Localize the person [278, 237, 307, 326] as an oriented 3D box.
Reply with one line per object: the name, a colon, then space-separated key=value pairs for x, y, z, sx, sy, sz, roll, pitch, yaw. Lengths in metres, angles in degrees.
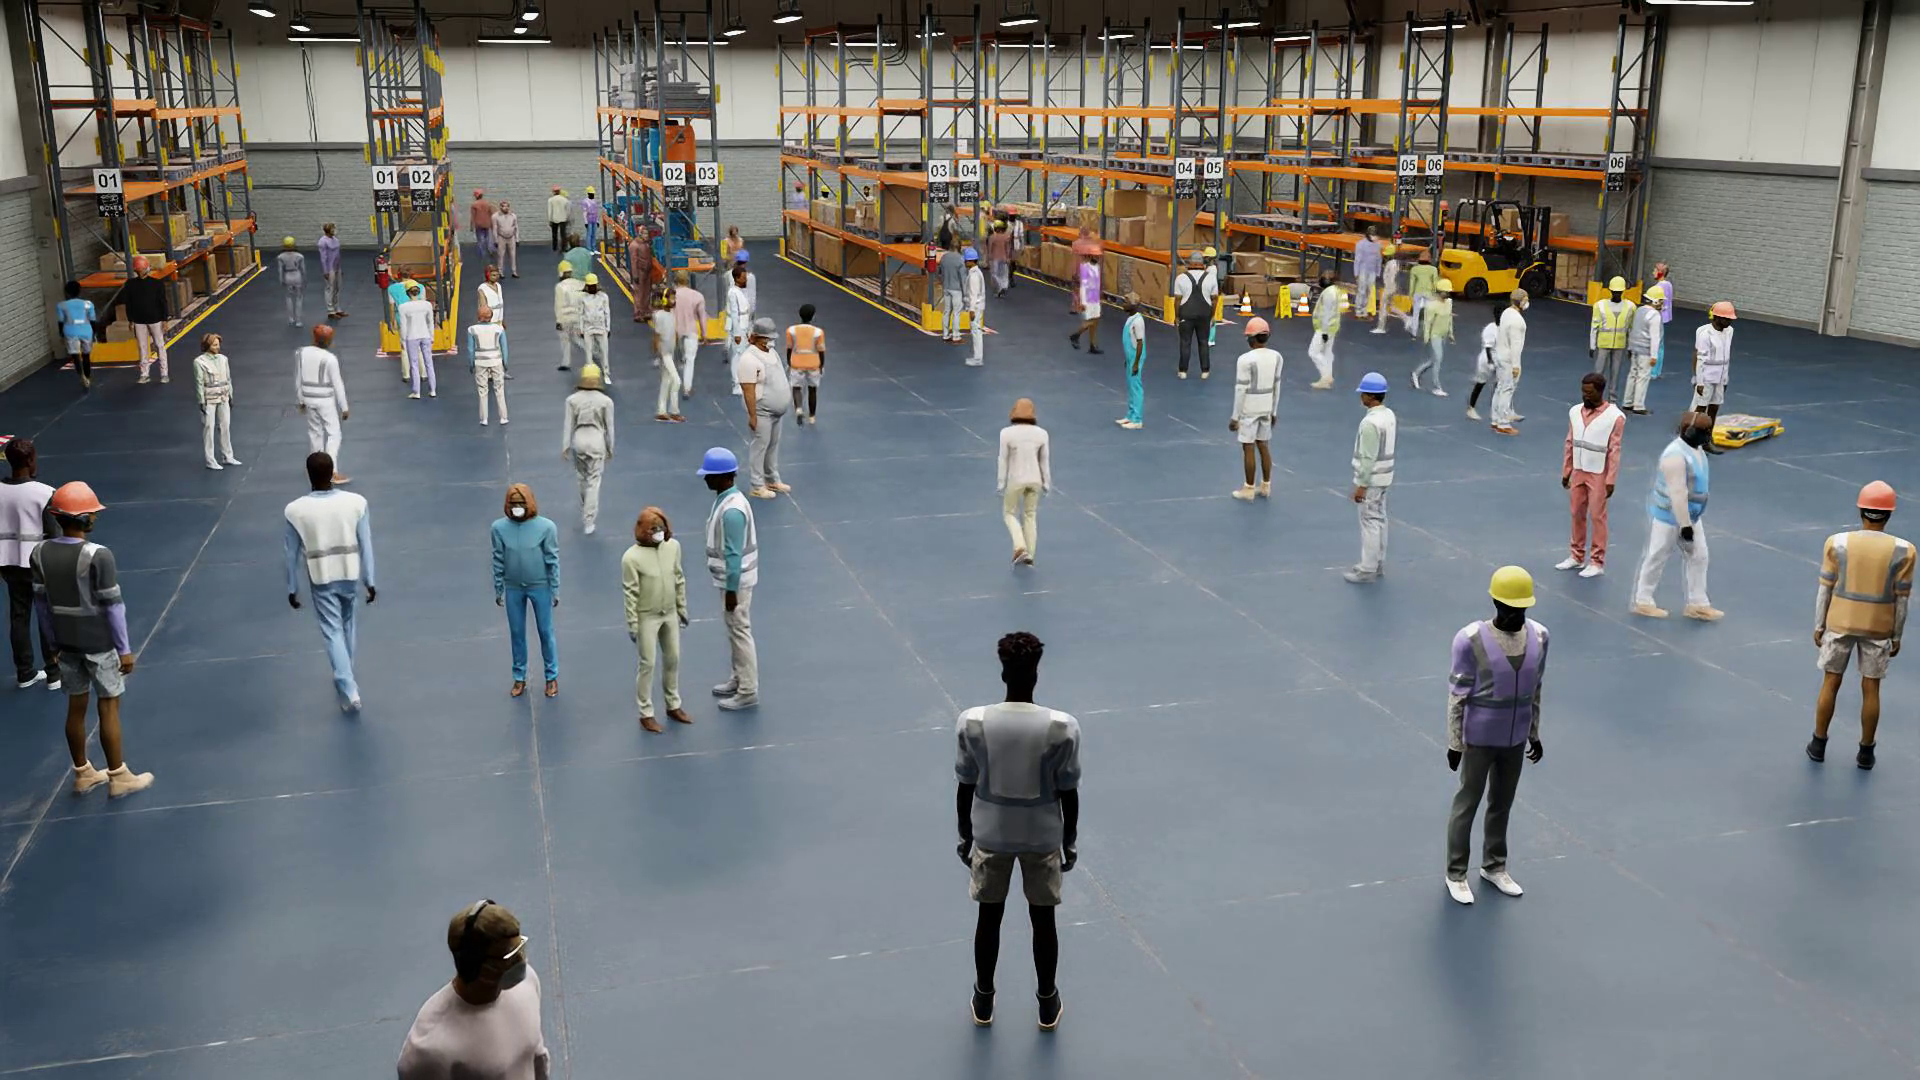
person: x=-13.113 y=-5.095 z=32.729 sx=0.493 sy=1.714 sz=0.656 roll=-4 pitch=15 yaw=-14

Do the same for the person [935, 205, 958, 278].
person: x=-0.303 y=-7.464 z=41.553 sx=0.593 sy=1.760 sz=0.994 roll=9 pitch=17 yaw=30

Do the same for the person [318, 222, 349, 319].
person: x=-12.691 y=-5.451 z=33.642 sx=0.364 sy=1.939 sz=0.636 roll=2 pitch=15 yaw=8

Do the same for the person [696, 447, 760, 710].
person: x=-1.682 y=0.272 z=12.123 sx=0.421 sy=1.938 sz=0.605 roll=-4 pitch=15 yaw=-14

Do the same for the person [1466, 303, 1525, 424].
person: x=7.332 y=-2.406 z=22.729 sx=0.541 sy=1.643 sz=0.904 roll=-9 pitch=17 yaw=-30

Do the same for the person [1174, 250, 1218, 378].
person: x=3.728 y=-3.596 z=26.468 sx=0.688 sy=2.000 sz=0.536 roll=0 pitch=15 yaw=1

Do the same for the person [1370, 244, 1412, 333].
person: x=8.184 y=-4.740 z=31.416 sx=0.692 sy=1.700 sz=0.513 roll=4 pitch=15 yaw=15

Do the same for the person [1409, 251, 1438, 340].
person: x=8.536 y=-4.510 z=30.687 sx=0.498 sy=1.633 sz=0.284 roll=5 pitch=16 yaw=17

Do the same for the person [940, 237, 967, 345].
person: x=-0.105 y=-4.505 z=30.116 sx=0.623 sy=1.932 sz=0.373 roll=13 pitch=20 yaw=41

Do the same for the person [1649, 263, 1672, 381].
person: x=11.000 y=-3.432 z=26.215 sx=0.389 sy=1.849 sz=0.565 roll=12 pitch=19 yaw=37

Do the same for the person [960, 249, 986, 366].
person: x=0.217 y=-3.883 z=27.755 sx=0.421 sy=1.940 sz=0.604 roll=0 pitch=15 yaw=2

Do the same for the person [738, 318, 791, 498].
person: x=-2.151 y=-1.486 z=18.527 sx=0.535 sy=2.000 sz=0.689 roll=5 pitch=16 yaw=19

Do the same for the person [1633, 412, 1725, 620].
person: x=6.169 y=-0.176 z=14.045 sx=0.645 sy=1.811 sz=0.823 roll=-14 pitch=20 yaw=-43

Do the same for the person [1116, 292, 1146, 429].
person: x=2.323 y=-2.414 z=22.395 sx=0.351 sy=1.847 sz=0.507 roll=-1 pitch=15 yaw=-5

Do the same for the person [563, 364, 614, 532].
person: x=-3.819 y=-0.970 z=17.258 sx=0.534 sy=1.682 sz=0.846 roll=1 pitch=15 yaw=5

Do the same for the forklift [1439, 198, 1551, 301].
forklift: x=11.913 y=-6.508 z=37.130 sx=2.313 sy=2.155 sz=1.214 roll=-4 pitch=15 yaw=-15

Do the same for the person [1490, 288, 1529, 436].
person: x=7.279 y=-2.359 z=22.012 sx=0.353 sy=1.936 sz=0.633 roll=1 pitch=15 yaw=4

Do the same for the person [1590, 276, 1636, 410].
person: x=9.241 y=-2.770 z=23.579 sx=0.592 sy=1.925 sz=0.385 roll=2 pitch=15 yaw=8

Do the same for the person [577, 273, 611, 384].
person: x=-5.669 y=-3.272 z=25.838 sx=0.485 sy=1.736 sz=0.321 roll=-4 pitch=15 yaw=-15

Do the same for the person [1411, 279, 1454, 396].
person: x=7.156 y=-3.089 z=25.128 sx=0.529 sy=1.741 sz=0.738 roll=-13 pitch=20 yaw=-40

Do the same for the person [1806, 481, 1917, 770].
person: x=5.981 y=0.559 z=11.060 sx=0.542 sy=1.928 sz=0.399 roll=8 pitch=17 yaw=29

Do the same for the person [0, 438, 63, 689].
person: x=-6.976 y=0.191 z=12.483 sx=0.584 sy=1.911 sz=0.394 roll=2 pitch=15 yaw=6

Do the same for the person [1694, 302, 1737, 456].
person: x=9.379 y=-1.999 z=20.684 sx=0.545 sy=1.930 sz=0.380 roll=-8 pitch=17 yaw=-27

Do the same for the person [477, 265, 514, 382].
person: x=-7.349 y=-3.399 z=26.136 sx=0.407 sy=1.830 sz=0.576 roll=4 pitch=15 yaw=13

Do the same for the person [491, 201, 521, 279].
person: x=-11.224 y=-7.439 z=41.192 sx=0.652 sy=1.904 sz=0.402 roll=-9 pitch=17 yaw=-30

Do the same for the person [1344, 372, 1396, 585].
person: x=3.768 y=-0.566 z=15.244 sx=0.404 sy=1.945 sz=0.615 roll=9 pitch=17 yaw=30

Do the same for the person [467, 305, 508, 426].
person: x=-6.411 y=-2.370 z=22.625 sx=0.523 sy=1.639 sz=0.308 roll=-4 pitch=15 yaw=-16

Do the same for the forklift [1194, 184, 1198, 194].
forklift: x=7.392 y=-11.333 z=53.972 sx=1.873 sy=2.768 sz=1.129 roll=-4 pitch=15 yaw=-15

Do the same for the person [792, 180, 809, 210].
person: x=-4.879 y=-10.095 z=51.145 sx=0.572 sy=1.924 sz=0.651 roll=4 pitch=15 yaw=16

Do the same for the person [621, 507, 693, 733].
person: x=-2.133 y=0.549 z=11.675 sx=0.283 sy=1.623 sz=0.509 roll=13 pitch=20 yaw=40

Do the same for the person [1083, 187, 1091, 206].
person: x=3.789 y=-9.809 z=50.443 sx=0.334 sy=1.737 sz=0.488 roll=-1 pitch=15 yaw=-5

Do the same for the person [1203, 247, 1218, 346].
person: x=4.480 y=-4.375 z=29.926 sx=0.308 sy=1.769 sz=0.525 roll=1 pitch=15 yaw=5

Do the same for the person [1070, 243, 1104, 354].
person: x=2.251 y=-4.194 z=28.943 sx=0.547 sy=1.924 sz=0.564 roll=10 pitch=18 yaw=33

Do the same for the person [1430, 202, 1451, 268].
person: x=11.148 y=-6.838 z=38.695 sx=0.411 sy=2.035 sz=0.601 roll=1 pitch=15 yaw=2

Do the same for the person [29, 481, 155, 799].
person: x=-5.512 y=0.633 z=10.548 sx=0.611 sy=2.042 sz=0.395 roll=4 pitch=15 yaw=16

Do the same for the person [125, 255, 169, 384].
person: x=-12.680 y=-3.437 z=25.955 sx=0.612 sy=1.997 sz=0.376 roll=-2 pitch=15 yaw=-9

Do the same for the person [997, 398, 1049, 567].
person: x=0.605 y=-0.530 z=15.759 sx=0.525 sy=1.603 sz=0.466 roll=-5 pitch=16 yaw=-17

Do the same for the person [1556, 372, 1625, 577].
person: x=5.888 y=-0.620 z=15.536 sx=0.407 sy=1.908 sz=0.597 roll=-9 pitch=17 yaw=-29

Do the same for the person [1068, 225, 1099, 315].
person: x=2.565 y=-5.491 z=33.978 sx=0.659 sy=1.873 sz=0.968 roll=-5 pitch=16 yaw=-20
